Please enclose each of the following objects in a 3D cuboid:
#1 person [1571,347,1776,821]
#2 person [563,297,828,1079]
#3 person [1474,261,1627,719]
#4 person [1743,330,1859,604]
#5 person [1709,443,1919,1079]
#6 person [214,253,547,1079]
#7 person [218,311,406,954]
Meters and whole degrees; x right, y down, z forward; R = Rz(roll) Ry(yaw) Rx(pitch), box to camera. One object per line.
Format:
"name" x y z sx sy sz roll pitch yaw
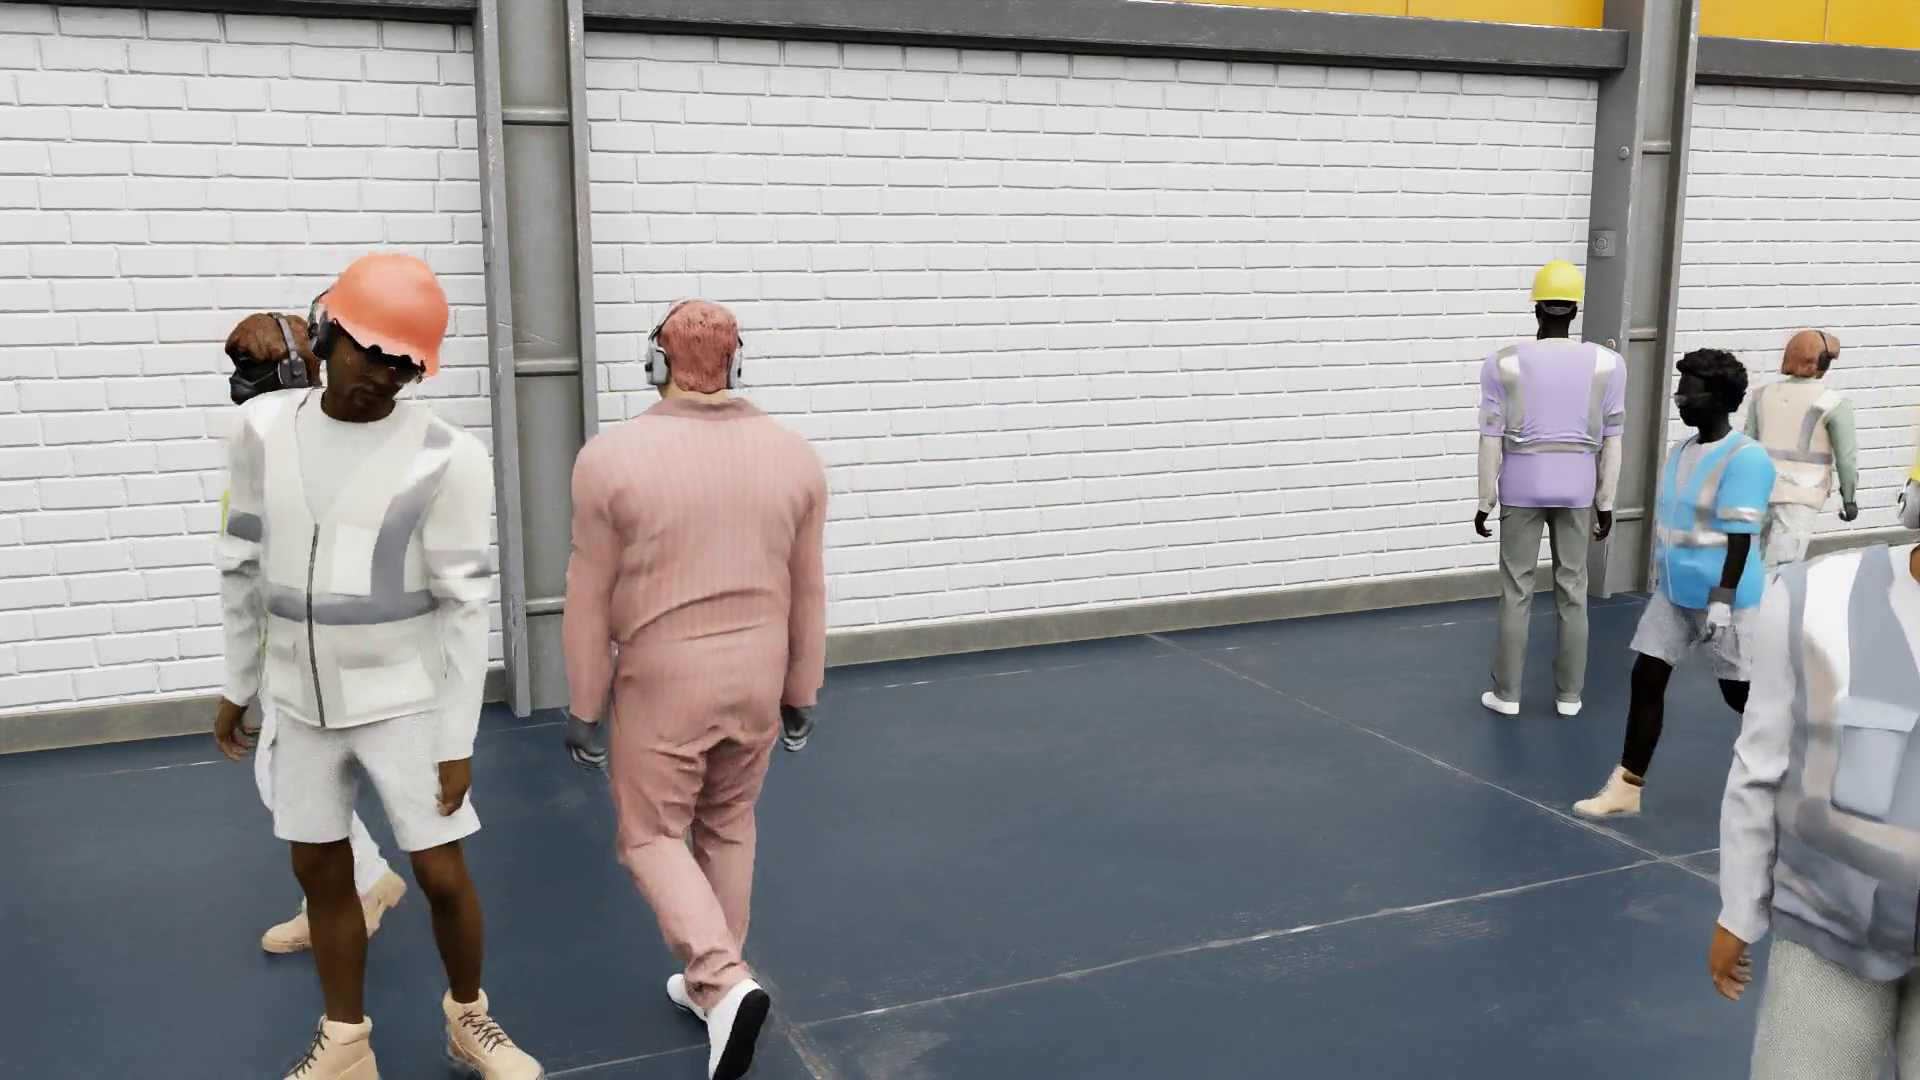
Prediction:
"person" 2.601 0.171 5.703 0.826 1.663 0.536 -2 10 -11
"person" -0.597 0.364 4.018 0.659 1.886 0.699 -7 12 -34
"person" 2.460 -0.197 6.999 0.587 1.927 0.367 1 10 7
"person" 3.944 -0.182 7.822 0.838 1.590 0.513 -5 11 -24
"person" 1.590 0.626 2.762 0.615 1.817 0.550 6 12 28
"person" -1.343 0.368 3.740 0.706 1.993 0.423 2 11 12
"person" -1.836 0.281 4.644 0.458 1.823 0.649 -10 14 -44
